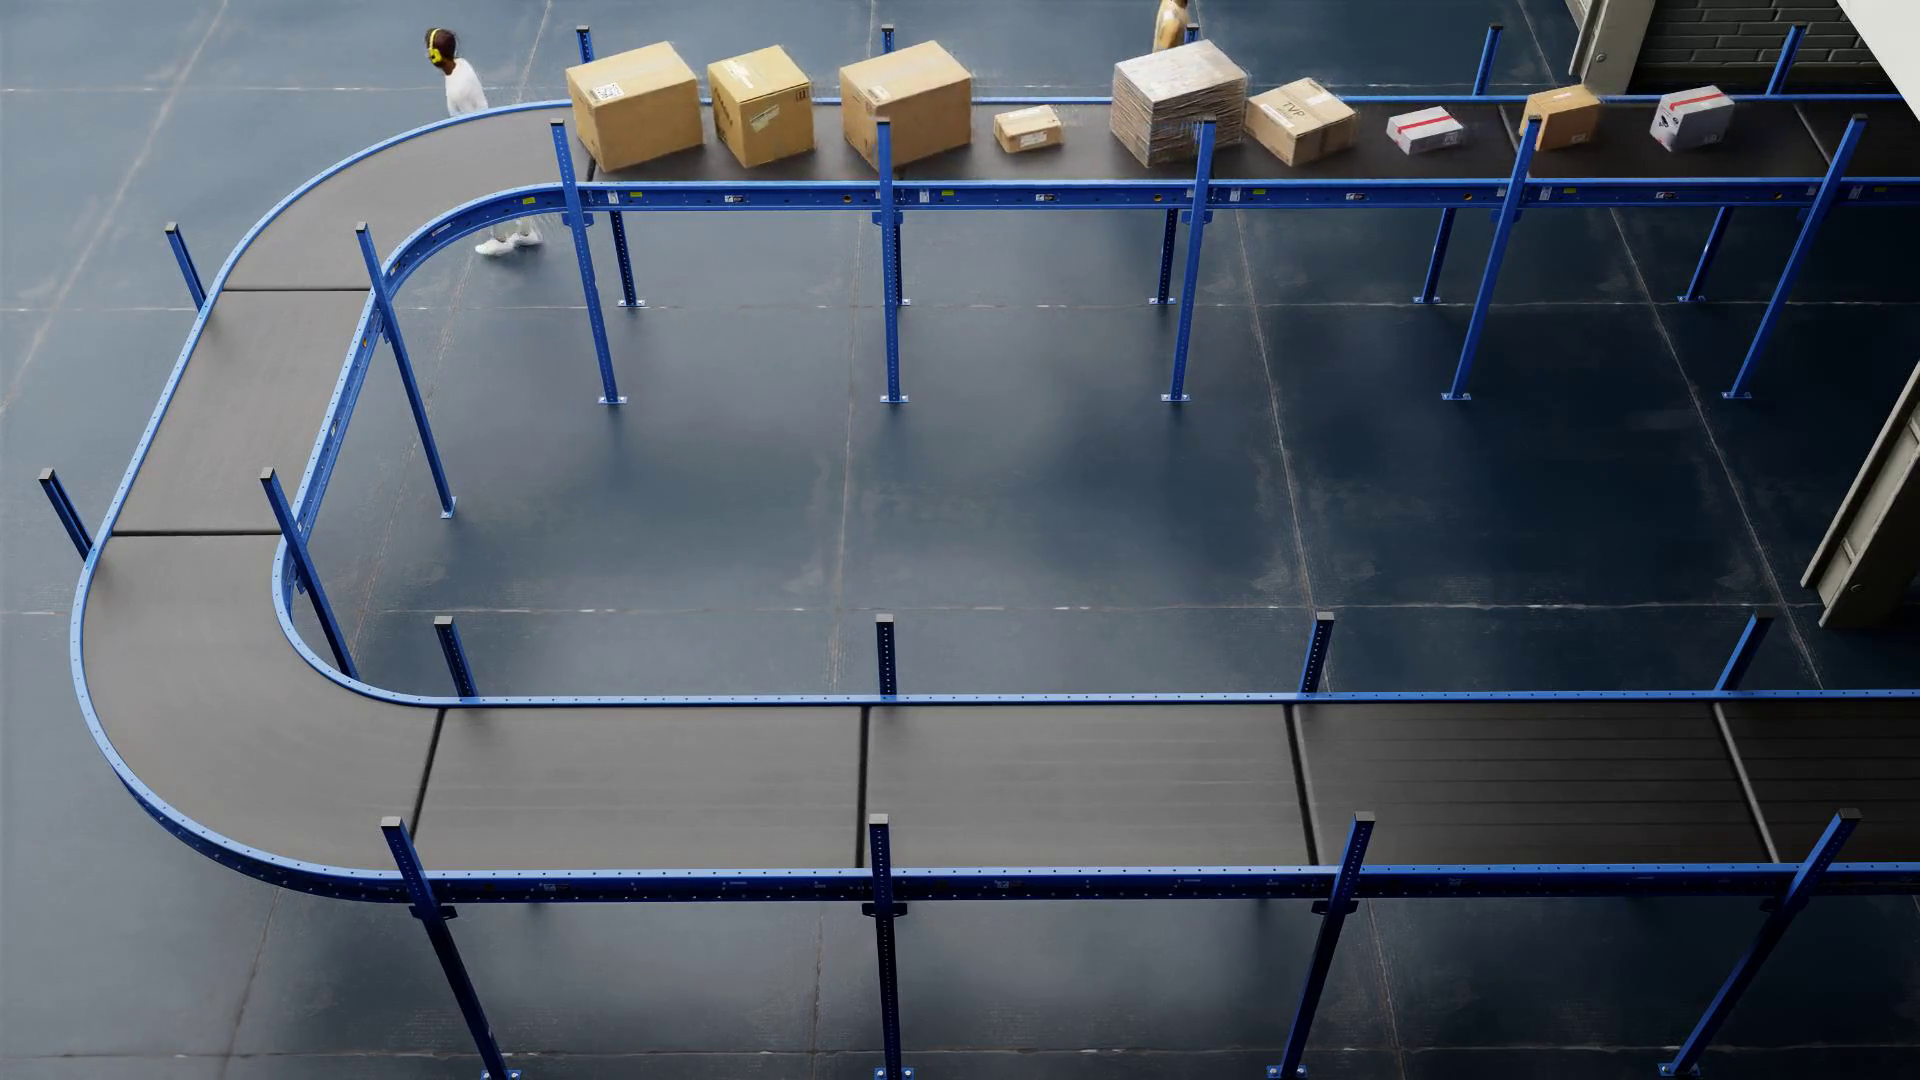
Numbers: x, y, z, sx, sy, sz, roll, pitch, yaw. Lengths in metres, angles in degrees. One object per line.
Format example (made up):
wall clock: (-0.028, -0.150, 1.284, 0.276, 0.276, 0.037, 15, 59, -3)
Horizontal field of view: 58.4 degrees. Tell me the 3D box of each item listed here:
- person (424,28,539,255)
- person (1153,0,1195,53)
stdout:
person: (-3.549, -2.945, 12.773, 0.579, 1.827, 0.533, -1, 47, -1)
person: (1.638, -3.660, 13.408, 1.015, 1.888, 0.561, 5, 47, 5)
